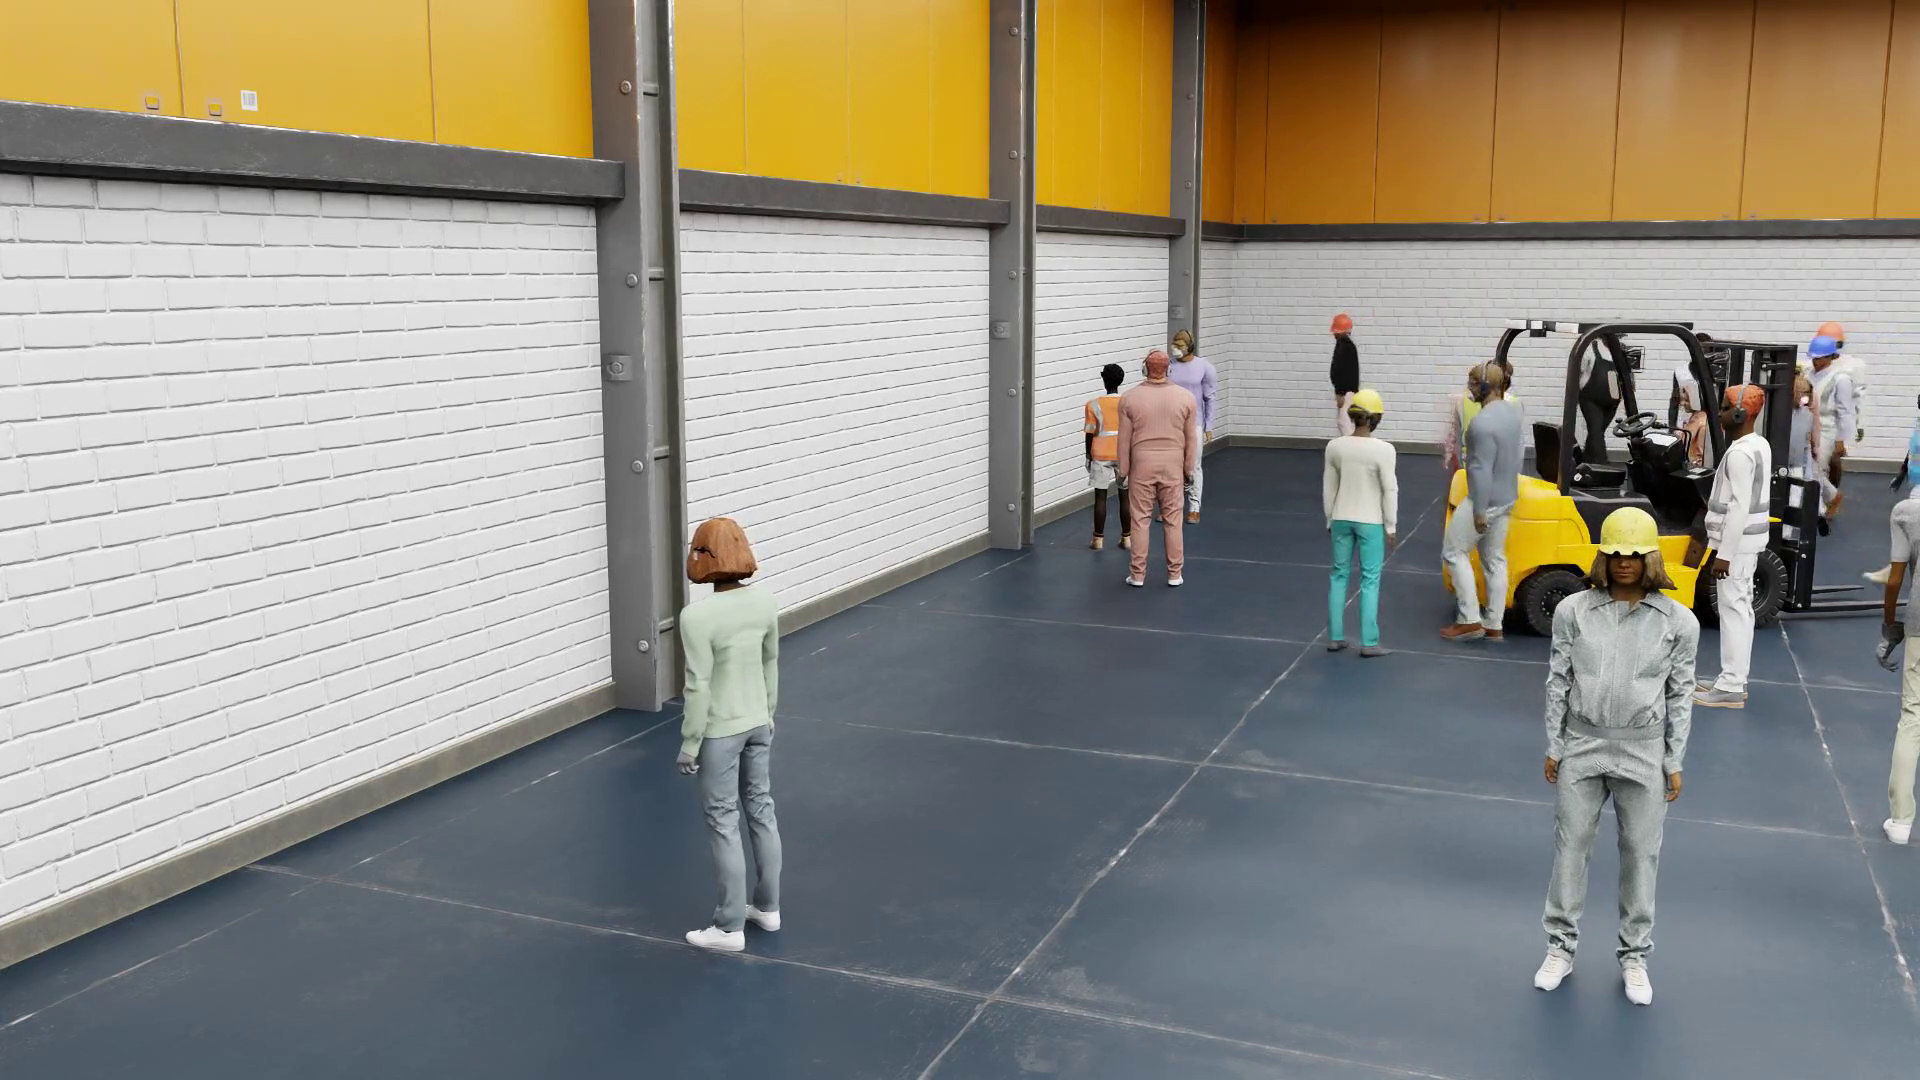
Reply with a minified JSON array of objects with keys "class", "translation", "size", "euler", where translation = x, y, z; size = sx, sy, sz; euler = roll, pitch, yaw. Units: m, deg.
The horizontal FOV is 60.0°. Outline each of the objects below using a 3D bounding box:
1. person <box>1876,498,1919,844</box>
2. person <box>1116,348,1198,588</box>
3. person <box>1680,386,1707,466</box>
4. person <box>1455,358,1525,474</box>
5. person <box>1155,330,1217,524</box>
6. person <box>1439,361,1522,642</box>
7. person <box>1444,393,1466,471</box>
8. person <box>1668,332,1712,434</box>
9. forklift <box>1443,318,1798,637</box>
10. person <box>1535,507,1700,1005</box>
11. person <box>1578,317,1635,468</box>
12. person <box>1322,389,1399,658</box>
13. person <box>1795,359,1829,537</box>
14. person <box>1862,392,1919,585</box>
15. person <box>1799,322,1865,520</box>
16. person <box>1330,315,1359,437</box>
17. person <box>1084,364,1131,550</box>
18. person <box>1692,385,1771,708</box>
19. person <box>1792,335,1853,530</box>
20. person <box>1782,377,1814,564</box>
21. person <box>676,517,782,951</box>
[{"class":"person","translation":[4.333,0.439,7.322],"size":[0.516,1.865,0.329],"euler":[7,12,35]},{"class":"person","translation":[1.565,-0.567,13.273],"size":[0.645,1.913,0.409],"euler":[0,9,1]},{"class":"person","translation":[5.865,-0.429,13.280],"size":[0.312,1.632,0.518],"euler":[2,10,12]},{"class":"person","translation":[4.215,-0.520,13.198],"size":[0.430,1.844,0.624],"euler":[-6,11,-31]},{"class":"person","translation":[2.235,-1.126,16.587],"size":[0.629,1.935,0.371],"euler":[4,10,24]},{"class":"person","translation":[3.524,-0.255,11.332],"size":[0.524,1.920,0.645],"euler":[8,12,41]},{"class":"person","translation":[4.633,-0.739,14.840],"size":[0.553,1.719,0.617],"euler":[-2,10,-13]},{"class":"person","translation":[7.662,-1.201,17.179],"size":[0.658,1.894,0.637],"euler":[-9,13,-43]},{"class":"forklift","translation":[4.706,-0.497,11.990],"size":[2.313,2.155,1.214],"euler":[-2,10,-10]},{"class":"person","translation":[2.288,0.747,5.814],"size":[0.485,1.744,0.294],"euler":[4,10,23]},{"class":"person","translation":[7.829,-1.774,20.194],"size":[0.691,2.000,1.092],"euler":[-1,9,-5]},{"class":"person","translation":[2.647,-0.113,10.966],"size":[0.533,1.765,0.331],"euler":[9,13,42]},{"class":"person","translation":[7.786,-0.853,15.514],"size":[0.531,1.742,0.617],"euler":[-1,9,-3]},{"class":"person","translation":[7.603,-0.449,13.272],"size":[0.772,1.666,0.544],"euler":[3,10,17]},{"class":"person","translation":[8.748,-1.187,16.759],"size":[0.644,2.002,0.601],"euler":[8,12,38]},{"class":"person","translation":[4.912,-1.916,21.365],"size":[0.430,1.951,0.792],"euler":[1,9,5]},{"class":"person","translation":[1.374,-0.745,15.027],"size":[0.530,1.689,0.321],"euler":[-1,9,-3]},{"class":"person","translation":[4.512,0.037,9.698],"size":[0.353,1.883,0.577],"euler":[6,11,32]},{"class":"person","translation":[8.410,-1.038,16.153],"size":[0.710,1.905,0.657],"euler":[-2,10,-14]},{"class":"person","translation":[7.136,-0.620,14.469],"size":[0.521,1.615,0.509],"euler":[-3,10,-15]},{"class":"person","translation":[-0.870,0.726,6.272],"size":[0.266,1.631,0.507],"euler":[6,11,33]}]
